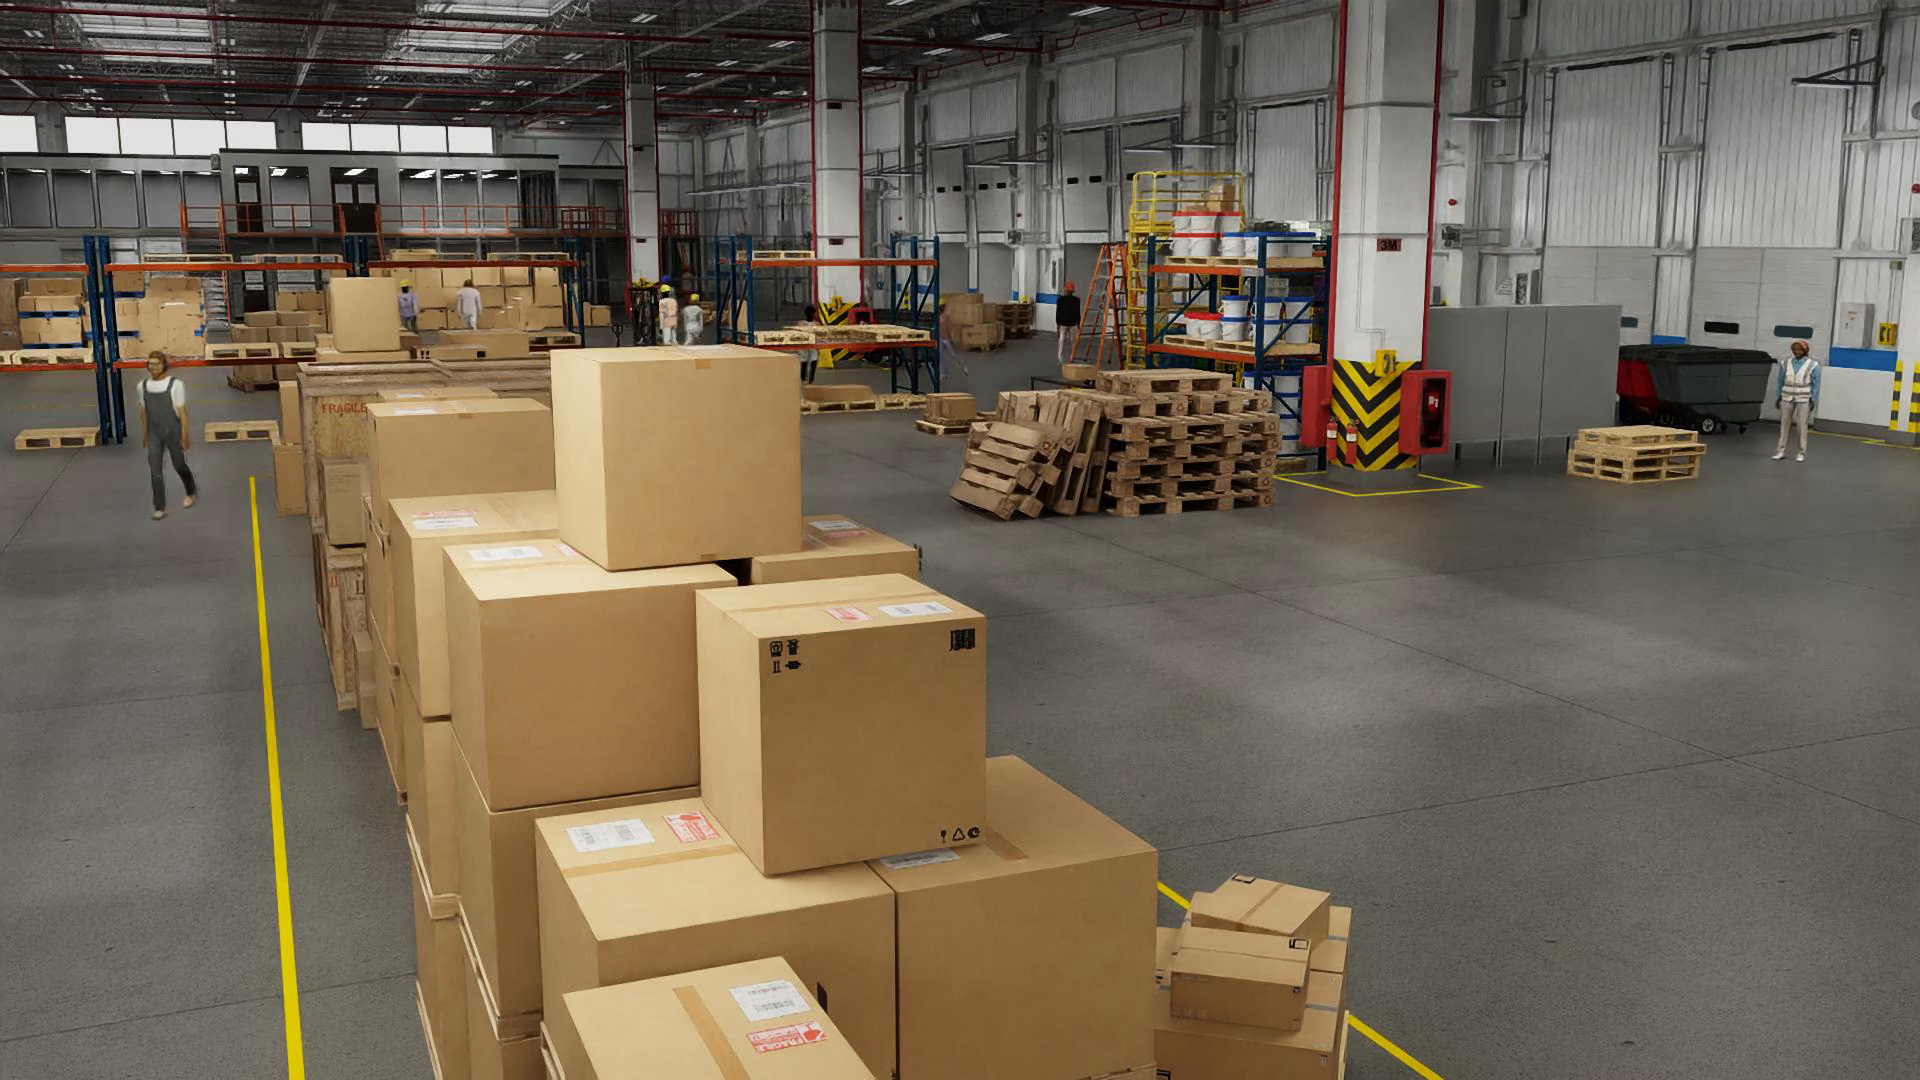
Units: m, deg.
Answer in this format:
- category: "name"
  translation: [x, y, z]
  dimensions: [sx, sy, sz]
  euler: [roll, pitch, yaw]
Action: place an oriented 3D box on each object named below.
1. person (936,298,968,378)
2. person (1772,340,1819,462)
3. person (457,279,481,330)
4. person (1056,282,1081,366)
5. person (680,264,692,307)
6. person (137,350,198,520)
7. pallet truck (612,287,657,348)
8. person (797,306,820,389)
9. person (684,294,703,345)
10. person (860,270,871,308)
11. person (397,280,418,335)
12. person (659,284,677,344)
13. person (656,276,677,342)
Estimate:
- category: "person"
  translation: [-0.231, -4.317, 35.649]
  dimensions: [0.676, 1.729, 0.551]
  euler: [-6, 12, -32]
- category: "person"
  translation: [11.297, -1.879, 22.460]
  dimensions: [0.515, 1.640, 0.315]
  euler: [10, 14, 44]
- category: "person"
  translation: [-13.494, -6.221, 45.755]
  dimensions: [0.642, 1.886, 1.054]
  euler: [-3, 11, -17]
- category: "person"
  translation: [2.557, -5.097, 39.246]
  dimensions: [0.609, 1.986, 0.390]
  euler: [-3, 11, -14]
- category: "person"
  translation: [-10.718, -9.774, 65.026]
  dimensions: [0.470, 1.980, 0.642]
  euler: [5, 12, 28]
- category: "person"
  translation: [-8.612, -1.166, 18.069]
  dimensions: [0.512, 1.819, 0.896]
  euler: [-1, 10, -4]
- category: "pallet truck"
  translation: [-6.464, -4.406, 35.401]
  dimensions: [0.823, 1.965, 1.885]
  euler: [6, 12, 32]
- category: "person"
  translation: [-3.027, -3.800, 32.971]
  dimensions: [0.583, 1.667, 0.581]
  euler: [-7, 12, -34]
- category: "person"
  translation: [-6.258, -4.934, 39.152]
  dimensions: [0.493, 1.691, 0.892]
  euler: [2, 10, 9]
- category: "person"
  translation: [-3.548, -8.948, 60.710]
  dimensions: [0.632, 1.895, 0.593]
  euler: [-2, 11, -12]
- category: "person"
  translation: [-14.954, -6.088, 45.036]
  dimensions: [0.598, 1.868, 1.017]
  euler: [0, 10, 0]
- category: "person"
  translation: [-6.906, -5.064, 39.264]
  dimensions: [0.406, 1.917, 0.585]
  euler: [6, 12, 31]
- category: "person"
  translation: [-8.529, -6.692, 48.312]
  dimensions: [0.626, 1.924, 0.848]
  euler: [5, 11, 25]
